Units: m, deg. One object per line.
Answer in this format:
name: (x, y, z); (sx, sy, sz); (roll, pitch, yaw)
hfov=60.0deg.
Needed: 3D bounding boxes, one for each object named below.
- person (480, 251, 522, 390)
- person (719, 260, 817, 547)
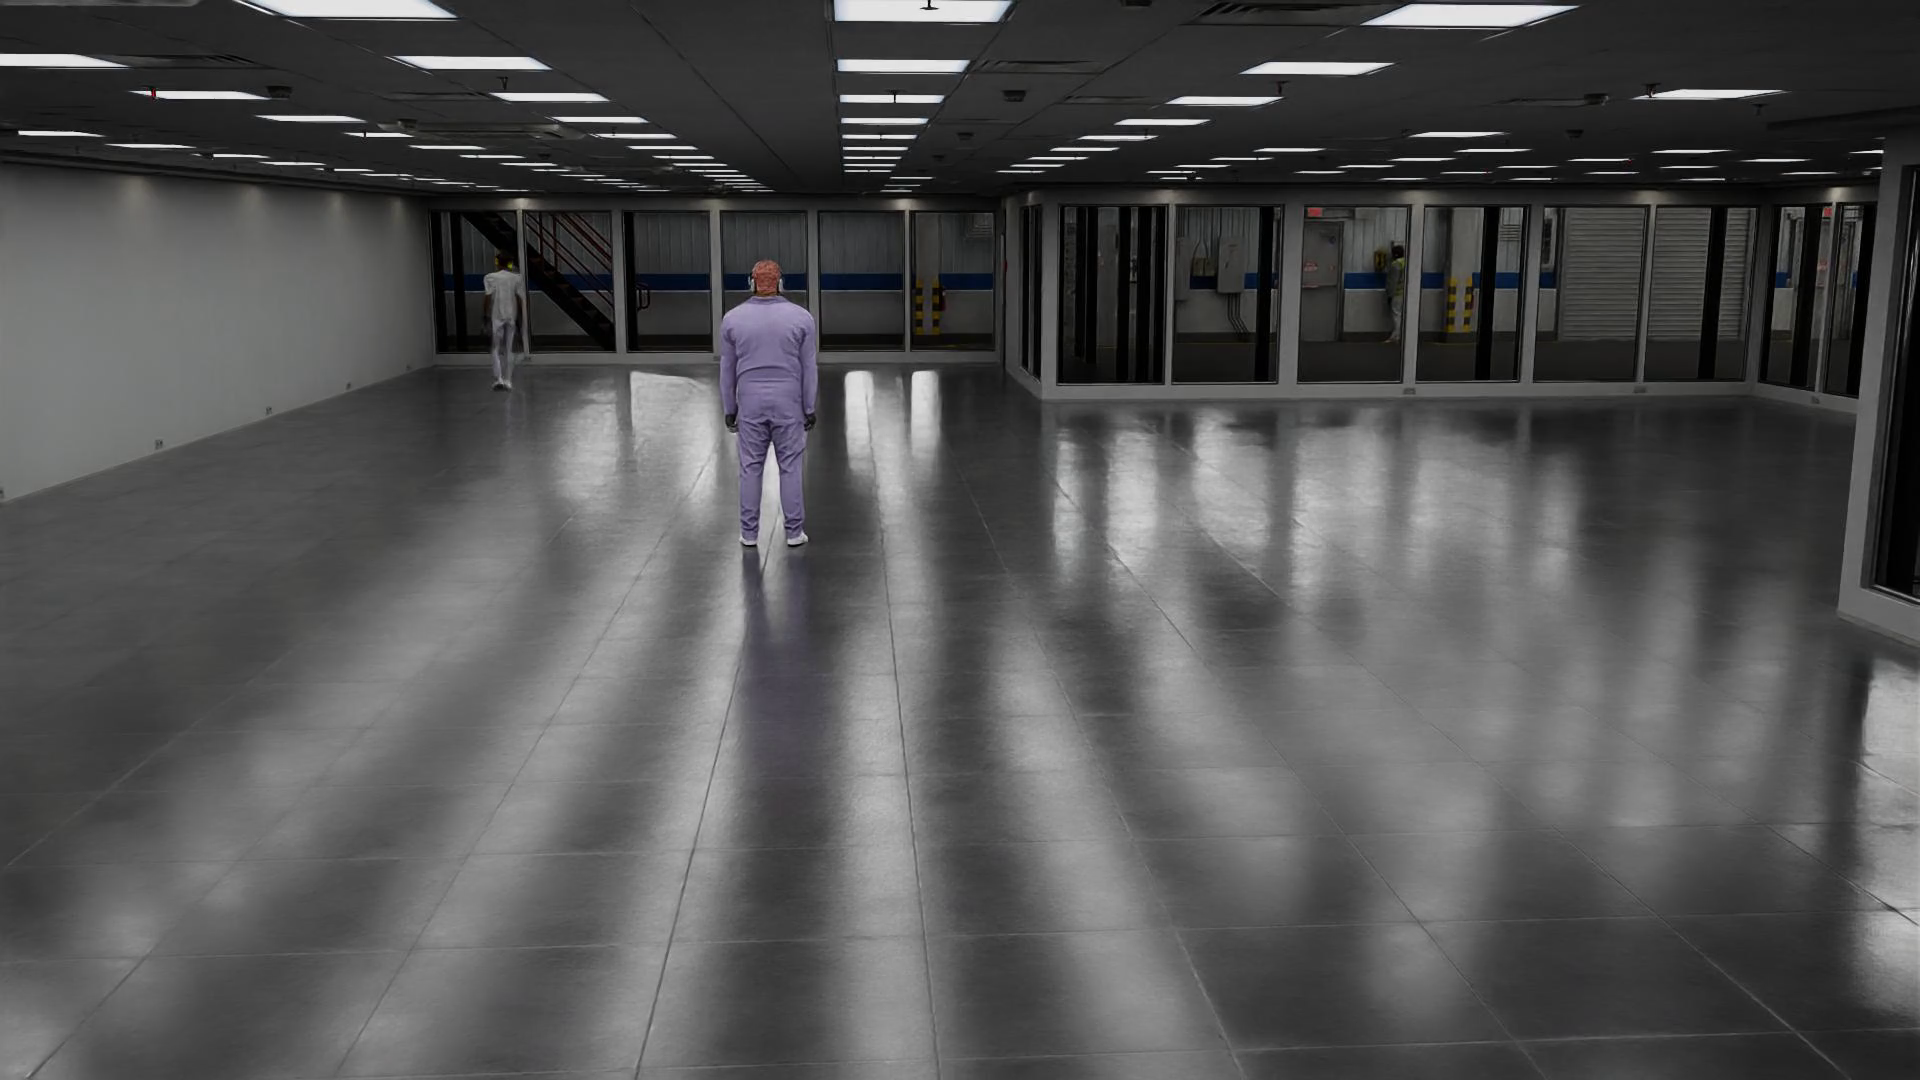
person: (-6.083, -2.908, 22.086); (0.560, 1.837, 0.446); (-5, 12, -27)
person: (-1.263, -0.895, 11.042); (0.645, 1.900, 0.399); (0, 11, 1)
